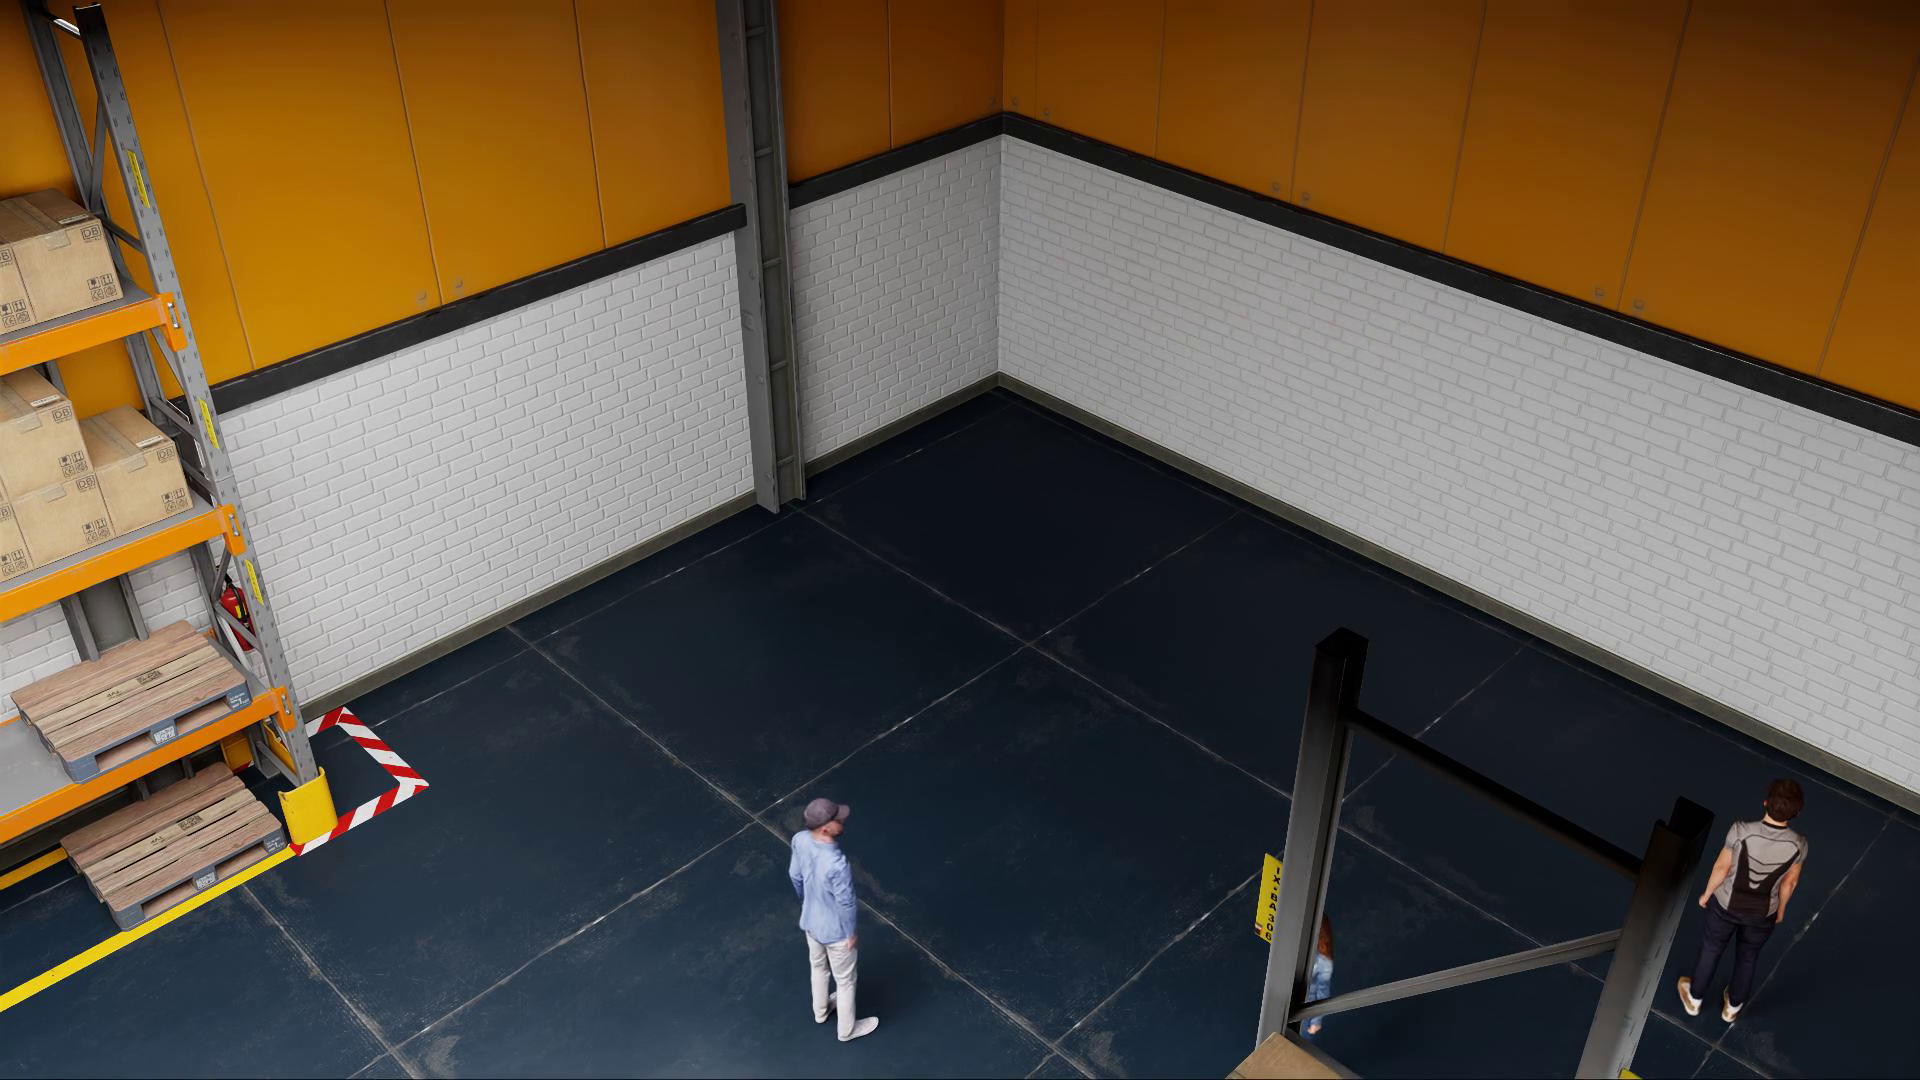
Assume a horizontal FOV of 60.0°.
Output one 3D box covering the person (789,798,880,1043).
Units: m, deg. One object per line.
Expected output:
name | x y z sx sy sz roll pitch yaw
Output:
person | -0.804 2.339 10.264 0.553 1.886 0.638 -28 43 -35

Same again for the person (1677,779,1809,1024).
person | 4.907 2.259 10.381 0.716 1.890 0.706 9 35 13
